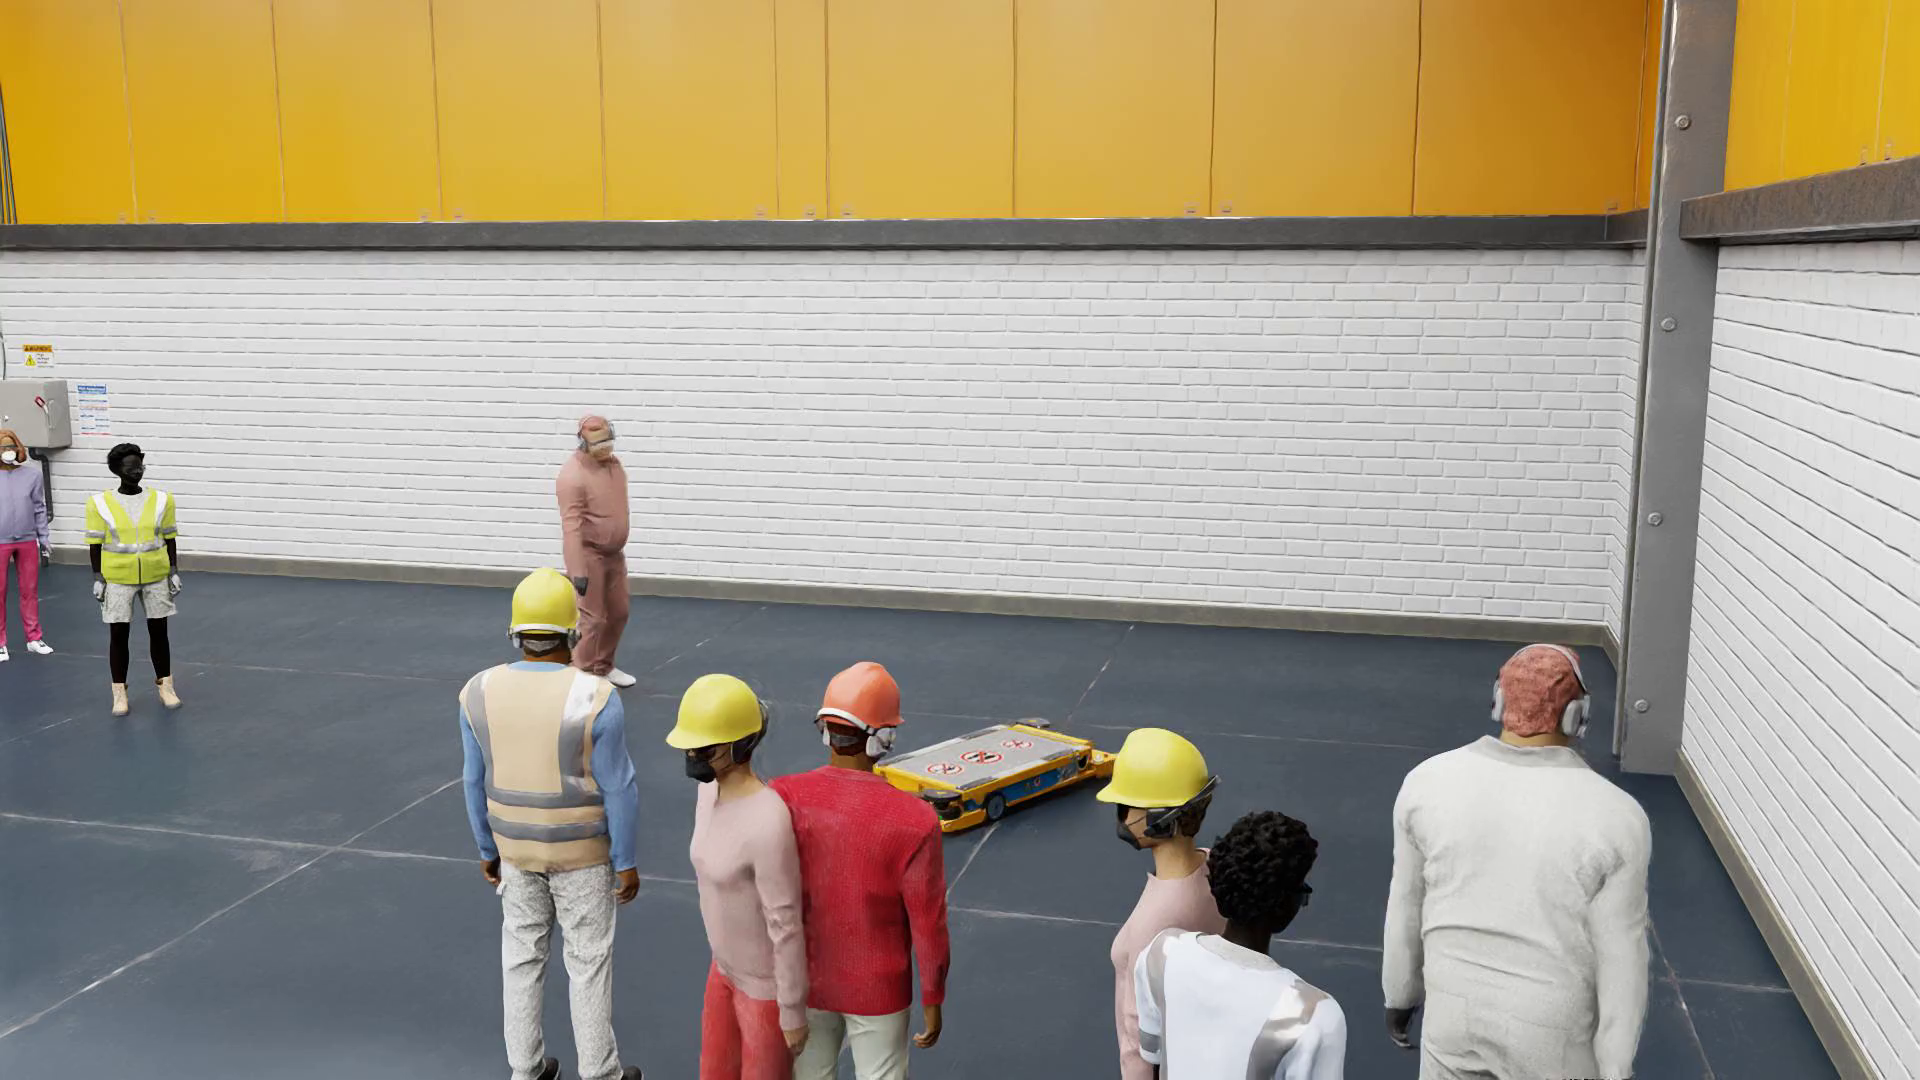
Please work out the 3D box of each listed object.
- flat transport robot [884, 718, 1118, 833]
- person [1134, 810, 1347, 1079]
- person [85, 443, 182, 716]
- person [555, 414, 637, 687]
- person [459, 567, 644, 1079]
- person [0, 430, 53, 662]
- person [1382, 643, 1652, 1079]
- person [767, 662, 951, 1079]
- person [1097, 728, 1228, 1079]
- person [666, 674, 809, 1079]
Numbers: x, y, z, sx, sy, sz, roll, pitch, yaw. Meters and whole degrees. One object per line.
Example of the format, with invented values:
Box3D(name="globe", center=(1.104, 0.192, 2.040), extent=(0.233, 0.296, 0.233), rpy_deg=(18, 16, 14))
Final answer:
Box3D(name="flat transport robot", center=(0.162, 1.219, 8.799), extent=(0.652, 0.197, 1.431), rpy_deg=(9, 13, 41))
Box3D(name="person", center=(0.592, 1.402, 3.566), extent=(0.319, 1.686, 0.539), rpy_deg=(-9, 13, -43))
Box3D(name="person", center=(-5.142, 0.237, 10.382), extent=(0.535, 1.700, 0.318), rpy_deg=(-7, 12, -36))
Box3D(name="person", center=(-2.326, 0.118, 10.596), extent=(0.465, 1.866, 0.673), rpy_deg=(4, 10, 22))
Box3D(name="person", center=(-1.326, 0.997, 5.498), extent=(0.600, 1.836, 0.404), rpy_deg=(3, 10, 15))
Box3D(name="person", center=(-6.713, 0.030, 11.790), extent=(0.280, 1.634, 0.498), rpy_deg=(8, 13, 39))
Box3D(name="person", center=(1.385, 1.196, 4.195), extent=(0.676, 1.887, 0.423), rpy_deg=(7, 12, 37))
Box3D(name="person", center=(-0.290, 1.196, 4.626), extent=(0.573, 1.738, 0.351), rpy_deg=(3, 10, 19))
Box3D(name="person", center=(0.477, 1.304, 3.925), extent=(0.341, 1.760, 0.525), rpy_deg=(4, 11, 24))
Box3D(name="person", center=(-0.503, 1.192, 4.637), extent=(0.612, 1.743, 0.544), rpy_deg=(-6, 11, -31))
